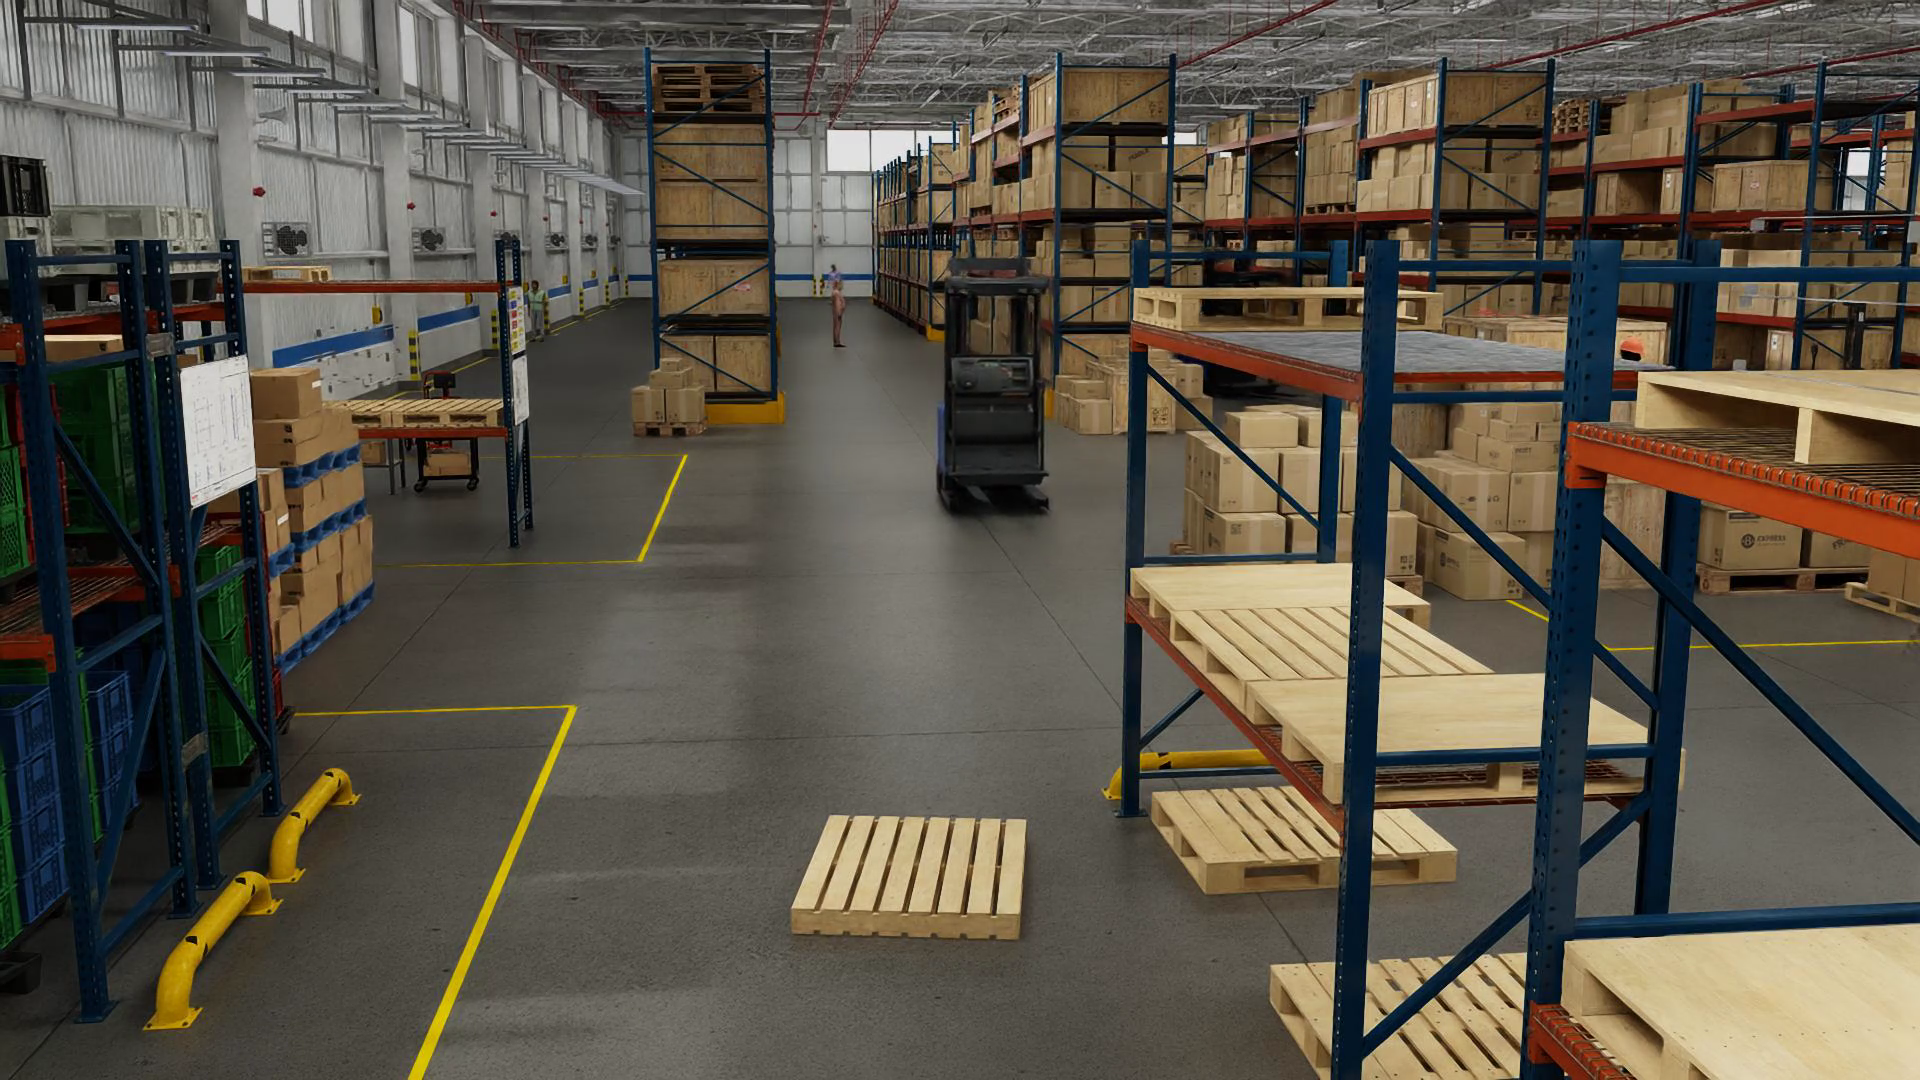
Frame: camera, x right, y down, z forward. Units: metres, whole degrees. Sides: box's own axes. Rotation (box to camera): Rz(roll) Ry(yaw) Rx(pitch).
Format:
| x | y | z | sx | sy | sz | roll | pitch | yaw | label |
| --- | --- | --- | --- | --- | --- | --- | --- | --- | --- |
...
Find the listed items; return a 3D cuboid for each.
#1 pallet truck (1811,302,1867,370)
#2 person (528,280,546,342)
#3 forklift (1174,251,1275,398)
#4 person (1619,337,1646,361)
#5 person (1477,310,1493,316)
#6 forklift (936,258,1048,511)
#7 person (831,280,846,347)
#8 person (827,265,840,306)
| x | y | z | sx | sy | sz | roll | pitch | yaw | label |
| --- | --- | --- | --- | --- | --- | --- | --- | --- | --- |
| 15.846 | -3.142 | 28.793 | 1.885 | 1.965 | 0.823 | 2 | 10 | 12 | pallet truck |
| -12.642 | -6.839 | 49.717 | 0.563 | 1.838 | 0.391 | 2 | 10 | 9 | person |
| 5.131 | -4.244 | 32.448 | 1.129 | 2.768 | 1.873 | -6 | 12 | -31 | forklift |
| 7.640 | -1.363 | 19.128 | 0.373 | 1.928 | 0.543 | 2 | 10 | 12 | person |
| 7.890 | -2.506 | 25.325 | 0.729 | 1.970 | 0.660 | -3 | 11 | -15 | person |
| 0.327 | -1.856 | 19.219 | 1.129 | 2.768 | 1.873 | -1 | 10 | -6 | forklift |
| -3.451 | -6.438 | 47.303 | 0.411 | 1.910 | 0.643 | -2 | 10 | -12 | person |
| -5.869 | -11.713 | 76.579 | 0.648 | 1.884 | 1.013 | 7 | 13 | 35 | person |
